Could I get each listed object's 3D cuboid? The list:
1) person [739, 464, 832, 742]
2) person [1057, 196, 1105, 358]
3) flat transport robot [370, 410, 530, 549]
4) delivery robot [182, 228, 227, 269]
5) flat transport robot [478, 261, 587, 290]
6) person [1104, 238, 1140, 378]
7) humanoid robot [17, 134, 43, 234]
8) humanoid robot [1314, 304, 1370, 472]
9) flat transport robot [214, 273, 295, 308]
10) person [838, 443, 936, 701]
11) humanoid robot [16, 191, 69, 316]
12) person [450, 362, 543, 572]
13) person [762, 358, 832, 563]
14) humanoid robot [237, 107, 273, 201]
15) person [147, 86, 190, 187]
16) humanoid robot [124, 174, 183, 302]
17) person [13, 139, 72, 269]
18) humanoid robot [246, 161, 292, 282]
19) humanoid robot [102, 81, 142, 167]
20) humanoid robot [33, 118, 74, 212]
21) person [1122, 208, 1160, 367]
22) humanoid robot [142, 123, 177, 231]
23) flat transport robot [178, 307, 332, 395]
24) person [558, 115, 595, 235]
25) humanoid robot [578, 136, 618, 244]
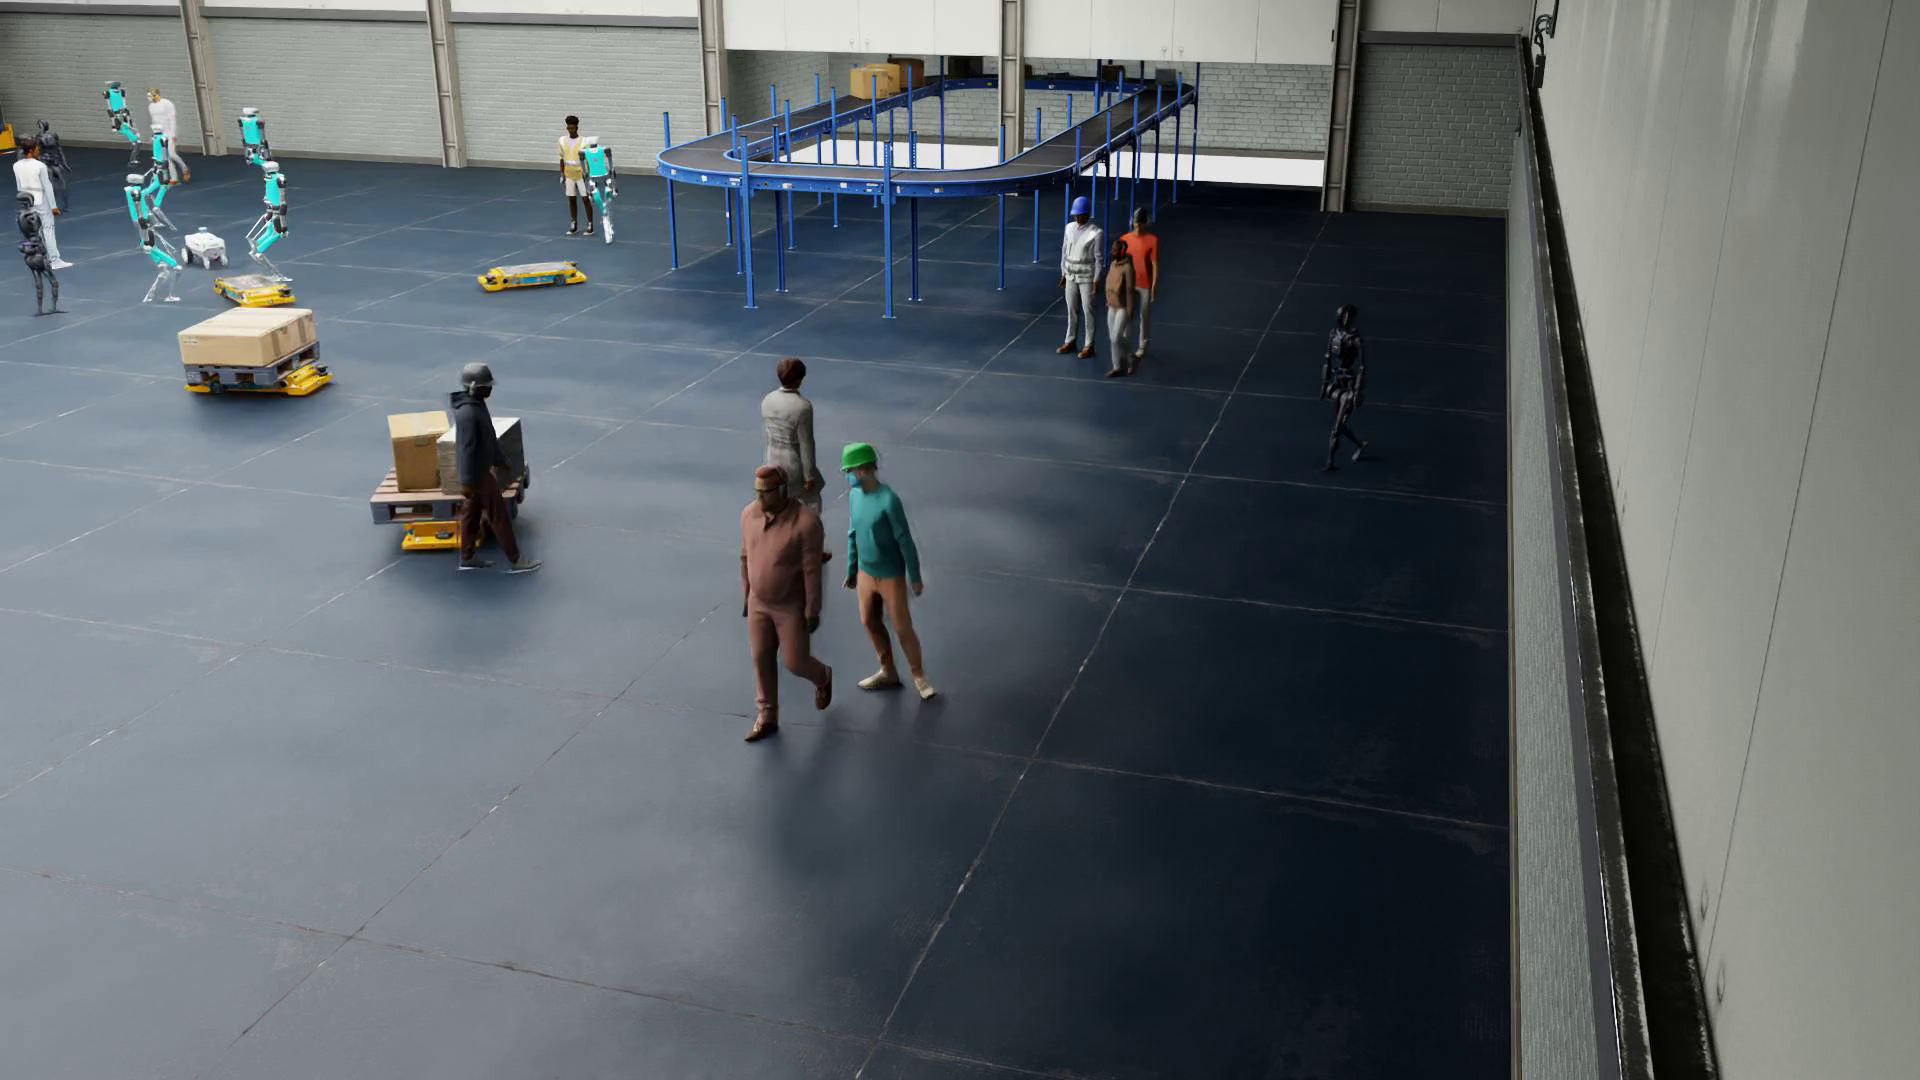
[{"bbox_3d":[-1.156,0.382,10.939,0.652,1.891,0.626,11,24,26],"label":"person"},{"bbox_3d":[1.461,-3.178,20.092,0.603,1.946,0.392,19,28,40],"label":"person"},{"bbox_3d":[-4.490,-0.248,14.821,0.659,0.231,1.431,-2,21,-6],"label":"flat transport robot"},{"bbox_3d":[-11.507,-4.461,25.347,0.771,0.592,0.499,20,28,41],"label":"delivery robot"},{"bbox_3d":[-6.199,-3.825,24.097,1.431,0.231,0.659,-10,23,-24],"label":"flat transport robot"},{"bbox_3d":[1.830,-2.656,19.150,0.389,1.643,0.485,-12,24,-28],"label":"person"},{"bbox_3d":[-15.362,-5.840,27.377,0.465,1.648,0.602,-11,24,-26],"label":"humanoid robot"},{"bbox_3d":[3.781,-1.491,16.148,0.745,1.635,0.609,-11,23,-25],"label":"humanoid robot"},{"bbox_3d":[-9.867,-3.483,23.211,0.659,0.231,1.431,-17,27,-36],"label":"flat transport robot"},{"bbox_3d":[-0.489,0.227,11.424,0.686,1.828,0.448,18,27,38],"label":"person"},{"bbox_3d":[-12.241,-3.808,22.092,0.609,1.656,0.406,19,28,40],"label":"humanoid robot"},{"bbox_3d":[-3.814,-0.584,13.579,0.806,1.777,0.562,-3,21,-9],"label":"person"},{"bbox_3d":[-1.342,-0.627,13.653,0.555,1.810,0.587,12,24,28],"label":"person"},{"bbox_3d":[-12.638,-6.934,30.241,0.555,1.877,0.713,6,22,16],"label":"humanoid robot"},{"bbox_3d":[-15.389,-7.813,32.199,0.672,1.882,0.511,7,22,17],"label":"person"},{"bbox_3d":[-11.040,-4.133,22.881,0.806,1.802,0.541,-12,24,-28],"label":"humanoid robot"},{"bbox_3d":[-13.809,-5.024,24.926,0.587,1.914,0.393,7,22,17],"label":"person"},{"bbox_3d":[-9.867,-4.484,23.580,0.533,1.677,0.735,19,28,41],"label":"humanoid robot"},{"bbox_3d":[-17.159,-8.542,34.310,0.882,1.781,0.553,6,22,15],"label":"humanoid robot"},{"bbox_3d":[-16.027,-6.608,29.357,0.397,1.647,0.601,9,23,22],"label":"humanoid robot"},{"bbox_3d":[2.107,-3.002,19.757,0.489,1.860,0.995,6,22,16],"label":"person"},{"bbox_3d":[-13.471,-5.980,27.698,0.724,1.827,0.551,-17,27,-37],"label":"humanoid robot"},{"bbox_3d":[-7.999,-1.837,18.942,1.431,0.231,0.659,2,21,5],"label":"flat transport robot"},{"bbox_3d":[-6.319,-6.019,27.451,0.606,1.958,0.370,6,22,14],"label":"person"},{"bbox_3d":[-5.837,-5.719,27.045,0.581,1.758,1.036,-3,21,-7],"label":"humanoid robot"}]
